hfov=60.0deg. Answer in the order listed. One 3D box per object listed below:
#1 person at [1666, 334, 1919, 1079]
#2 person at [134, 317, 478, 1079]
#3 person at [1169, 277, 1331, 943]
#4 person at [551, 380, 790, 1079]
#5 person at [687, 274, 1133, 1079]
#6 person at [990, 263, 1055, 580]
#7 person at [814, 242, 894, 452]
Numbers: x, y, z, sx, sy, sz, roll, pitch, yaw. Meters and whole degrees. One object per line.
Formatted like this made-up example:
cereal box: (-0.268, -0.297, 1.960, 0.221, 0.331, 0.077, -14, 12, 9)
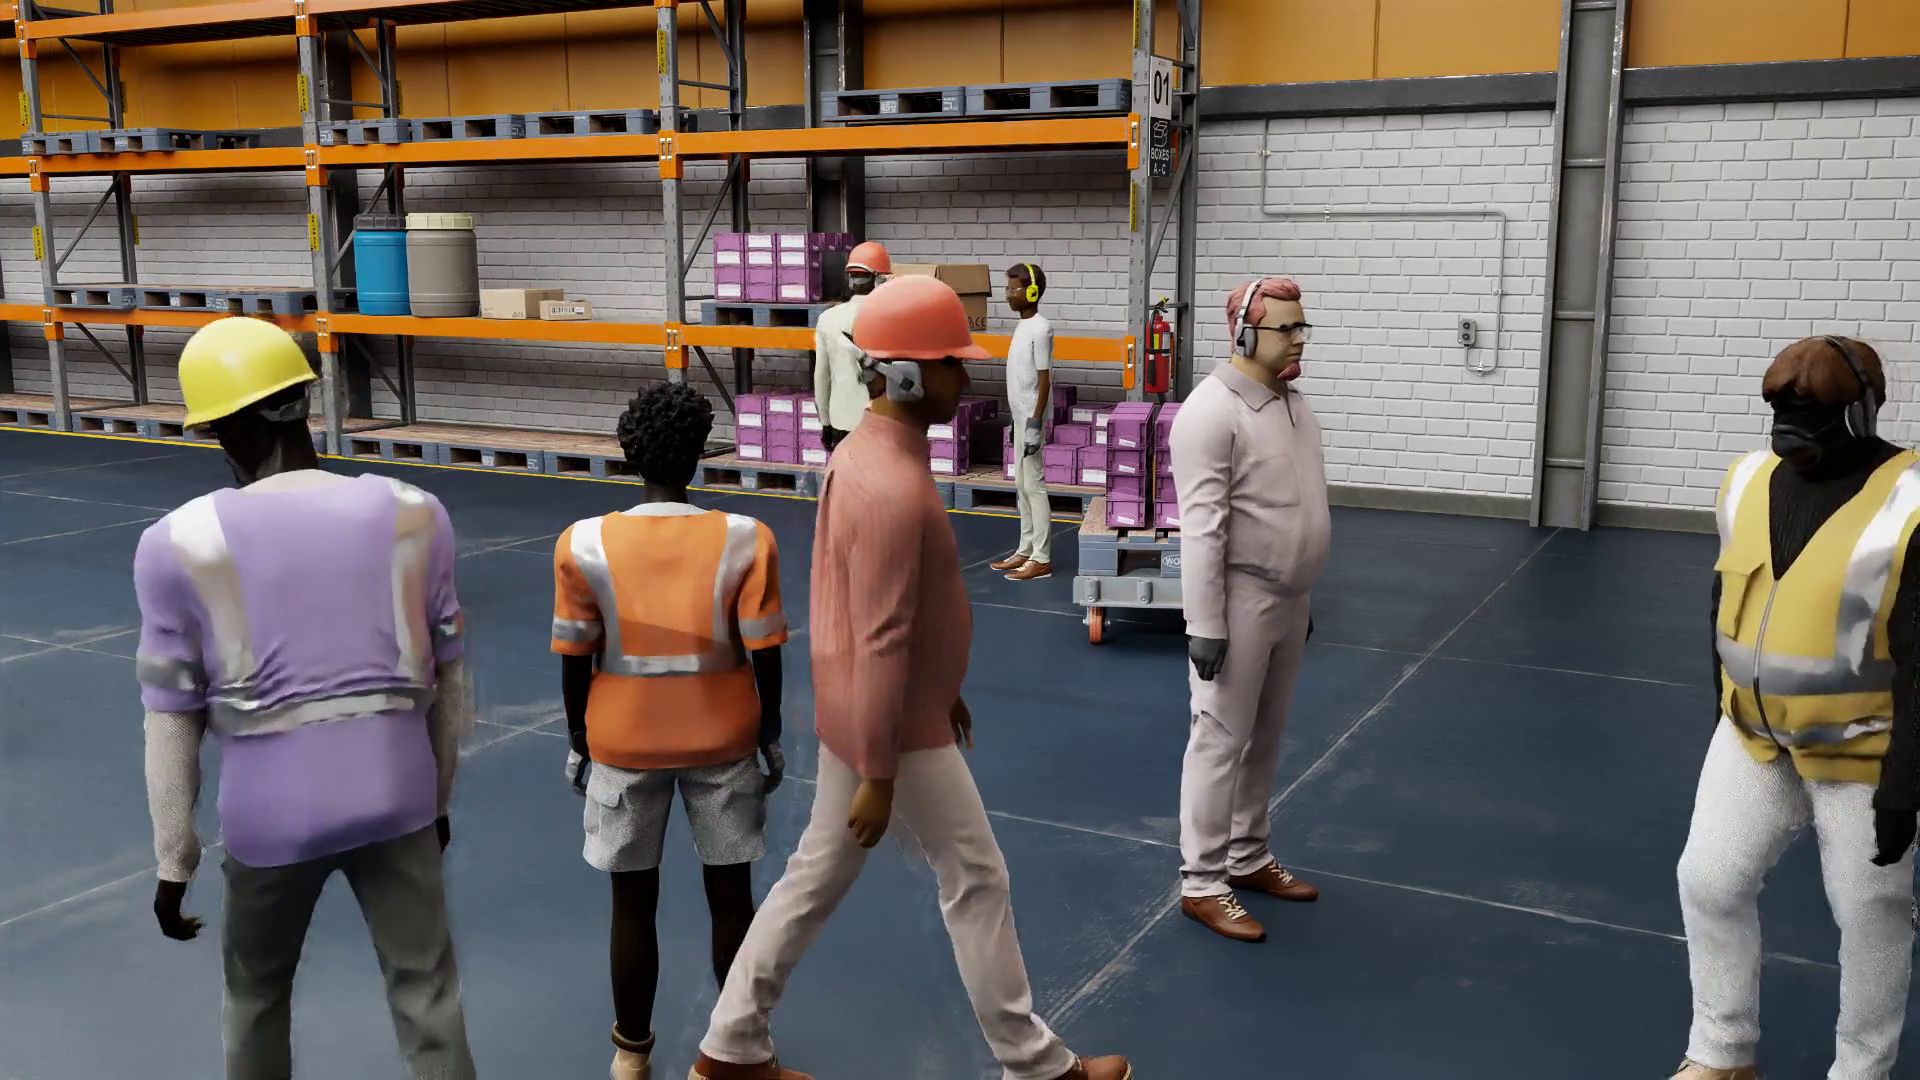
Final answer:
person: (1.847, 0.463, 3.652, 0.663, 1.813, 0.661, -5, 11, -26)
person: (-1.259, 0.516, 3.236, 0.611, 1.870, 0.761, -6, 12, -31)
person: (0.875, 0.193, 4.883, 0.407, 1.906, 0.655, 8, 13, 36)
person: (-0.664, 0.480, 3.884, 0.540, 1.695, 0.317, -1, 10, -8)
person: (-0.159, 0.386, 3.731, 1.026, 1.951, 0.606, -2, 11, -13)
person: (0.385, -0.701, 9.884, 0.328, 1.872, 0.511, -2, 11, -13)
person: (-0.512, -0.663, 9.338, 0.625, 1.990, 0.394, 5, 12, 27)
